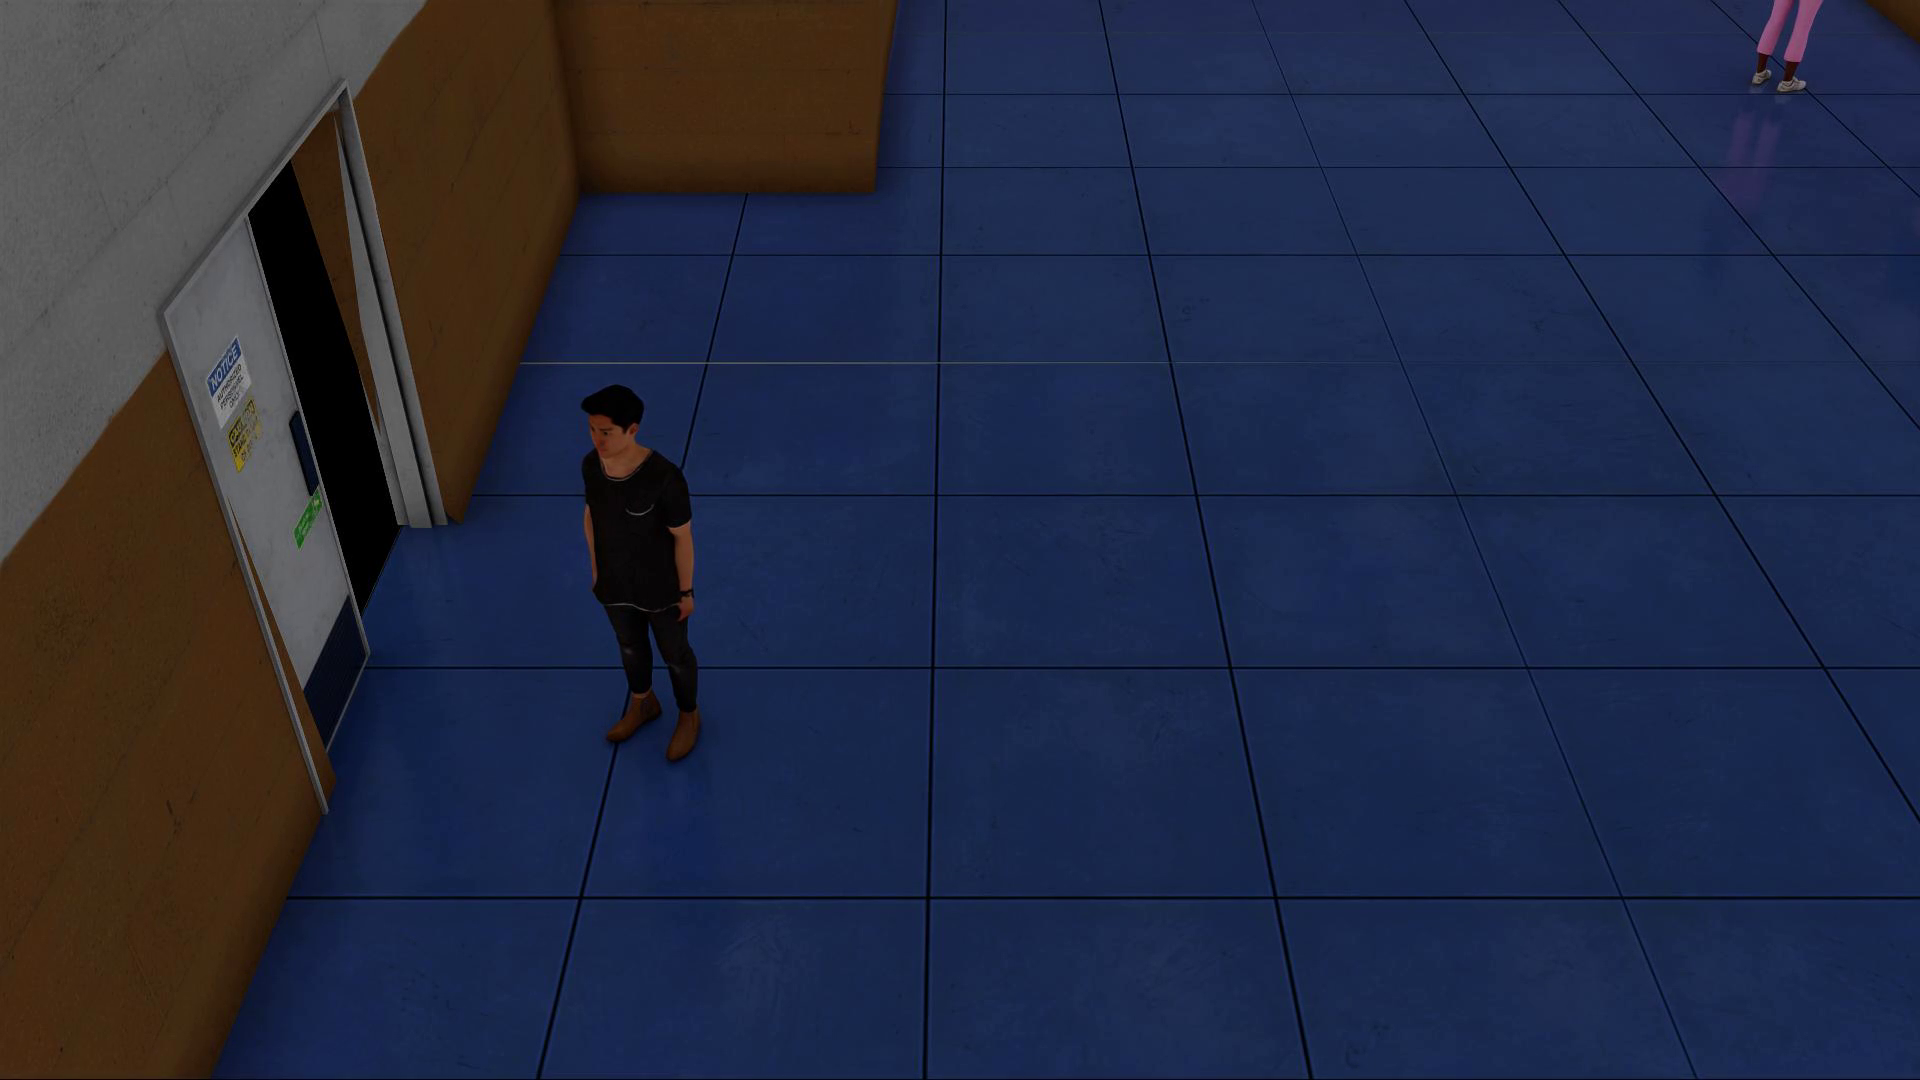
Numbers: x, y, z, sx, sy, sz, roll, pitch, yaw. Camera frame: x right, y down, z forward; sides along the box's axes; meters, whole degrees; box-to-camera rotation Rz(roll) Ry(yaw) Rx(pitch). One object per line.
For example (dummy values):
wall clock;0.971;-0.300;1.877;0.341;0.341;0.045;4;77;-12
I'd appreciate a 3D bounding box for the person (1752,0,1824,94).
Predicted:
person;6.307;-4.228;12.393;0.694;1.741;0.650;-26;44;-30

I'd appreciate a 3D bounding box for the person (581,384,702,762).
person;-1.264;0.124;6.616;0.631;1.716;0.764;15;39;19
